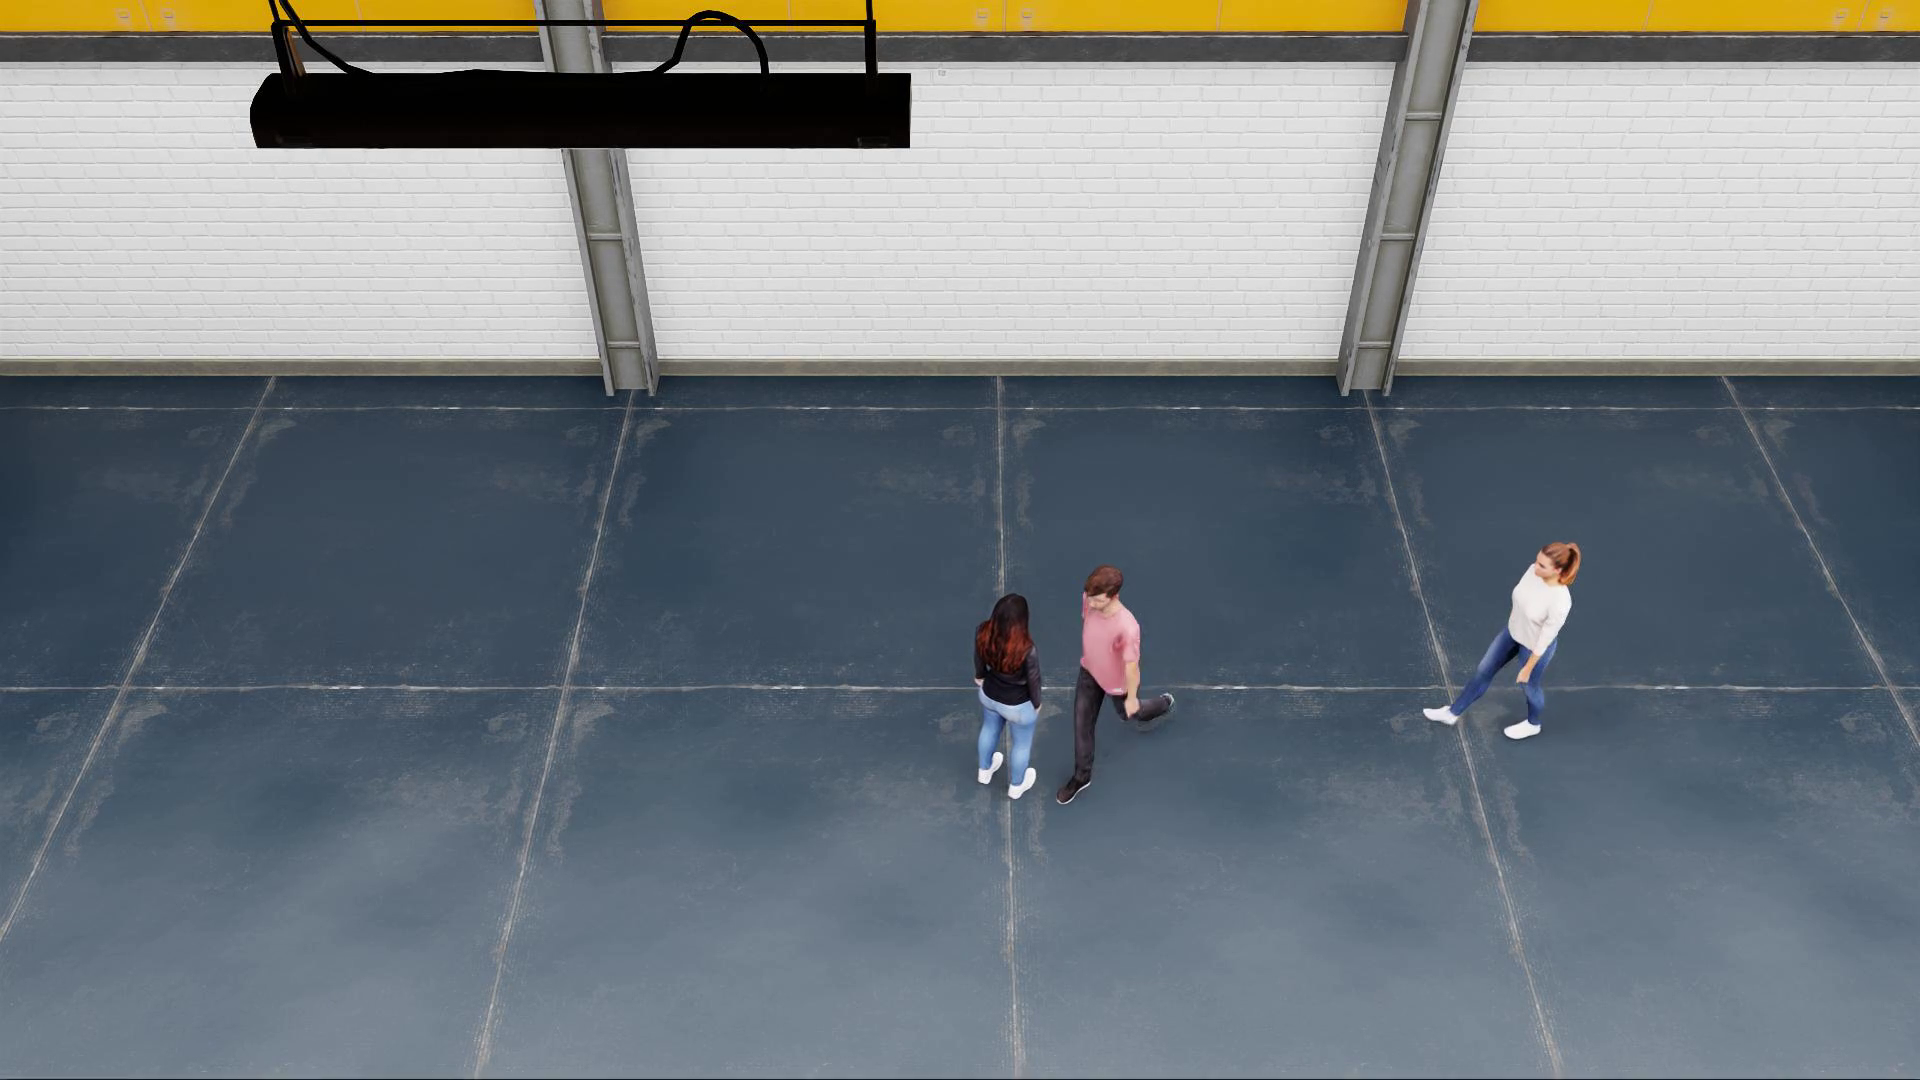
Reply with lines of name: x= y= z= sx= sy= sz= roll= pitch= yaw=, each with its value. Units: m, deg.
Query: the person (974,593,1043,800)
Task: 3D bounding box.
person: x=0.297 y=0.951 z=10.157 sx=0.684 sy=1.630 sz=0.771 roll=27 pitch=50 yaw=26

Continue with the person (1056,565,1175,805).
person: x=0.989 y=0.763 z=10.157 sx=1.262 sy=1.901 sz=1.212 roll=-34 pitch=53 yaw=-31

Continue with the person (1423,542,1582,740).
person: x=3.633 y=0.657 z=10.423 sx=1.043 sy=1.688 sz=0.739 roll=-6 pitch=44 yaw=-6
